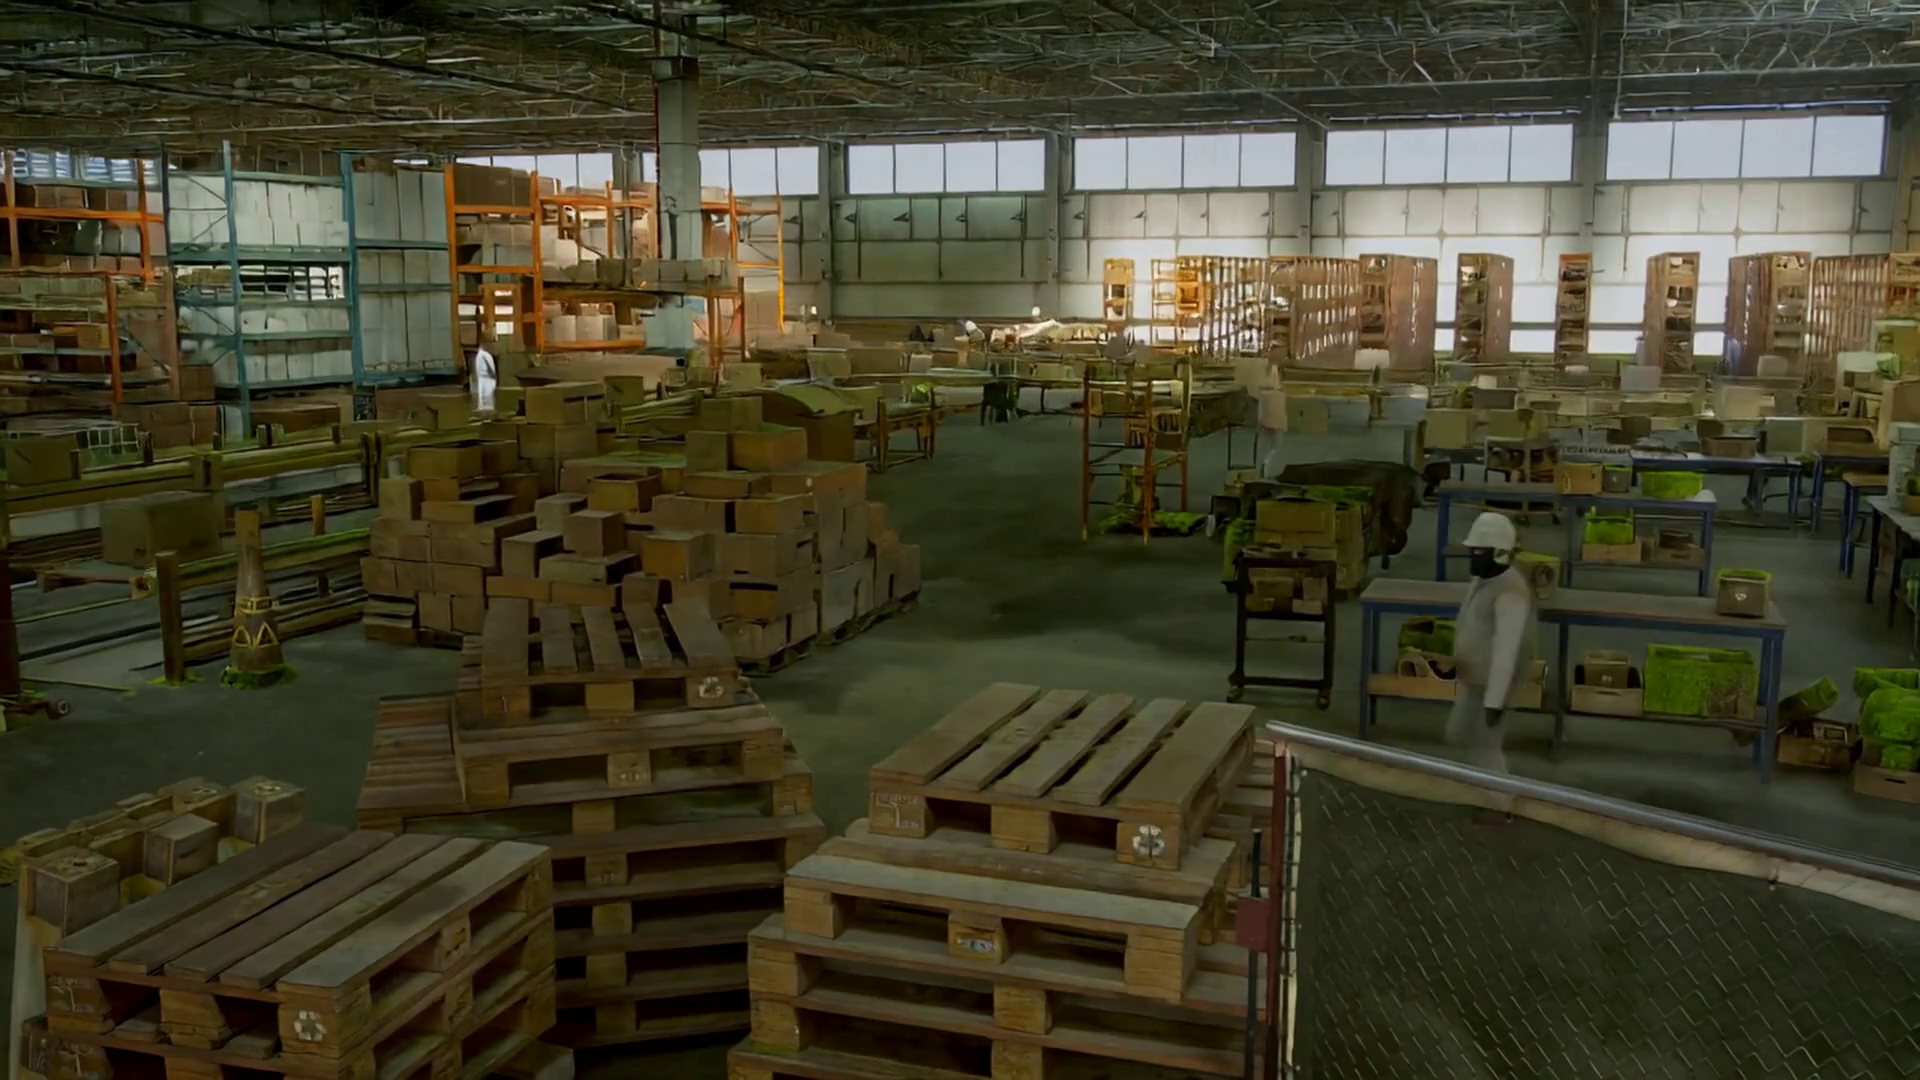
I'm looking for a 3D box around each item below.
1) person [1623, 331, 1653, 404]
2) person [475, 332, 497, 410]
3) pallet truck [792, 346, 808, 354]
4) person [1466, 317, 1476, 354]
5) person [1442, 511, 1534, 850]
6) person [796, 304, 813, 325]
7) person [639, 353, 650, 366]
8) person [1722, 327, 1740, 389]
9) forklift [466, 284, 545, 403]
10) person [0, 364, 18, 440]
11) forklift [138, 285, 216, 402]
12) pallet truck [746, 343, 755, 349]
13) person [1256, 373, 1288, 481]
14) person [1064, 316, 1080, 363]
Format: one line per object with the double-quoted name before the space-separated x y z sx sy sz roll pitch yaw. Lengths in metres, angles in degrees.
"person" 16.002 -4.053 39.192 0.922 1.721 0.527 6 11 33
"person" -8.276 -2.624 29.184 0.374 2.044 0.605 0 9 -3
"pallet truck" -3.705 -4.298 42.022 0.653 1.274 1.630 3 10 20
"person" 15.763 -6.055 50.886 0.879 2.006 0.653 5 10 28
"person" 2.777 0.743 8.746 0.429 1.812 0.614 1 9 6
"person" -6.057 -8.321 65.379 0.719 1.891 0.918 -5 10 -30
"person" -10.165 -6.421 53.914 0.546 1.752 0.499 4 10 22
"person" 18.140 -4.114 39.258 0.835 1.821 0.573 5 11 31
"forklift" -10.832 -4.702 39.610 1.129 2.768 1.873 3 10 20
"person" -17.678 -2.734 30.754 0.546 1.751 0.449 -2 9 -11
"forklift" -17.480 -4.200 36.461 1.873 2.768 1.129 3 10 19
"pallet truck" -6.183 -4.618 44.264 1.601 1.201 0.680 -9 12 -43
"person" 4.522 -1.644 24.363 0.642 1.613 0.508 -8 12 -40
"person" 3.169 -5.262 46.228 0.708 1.882 0.683 6 11 35
